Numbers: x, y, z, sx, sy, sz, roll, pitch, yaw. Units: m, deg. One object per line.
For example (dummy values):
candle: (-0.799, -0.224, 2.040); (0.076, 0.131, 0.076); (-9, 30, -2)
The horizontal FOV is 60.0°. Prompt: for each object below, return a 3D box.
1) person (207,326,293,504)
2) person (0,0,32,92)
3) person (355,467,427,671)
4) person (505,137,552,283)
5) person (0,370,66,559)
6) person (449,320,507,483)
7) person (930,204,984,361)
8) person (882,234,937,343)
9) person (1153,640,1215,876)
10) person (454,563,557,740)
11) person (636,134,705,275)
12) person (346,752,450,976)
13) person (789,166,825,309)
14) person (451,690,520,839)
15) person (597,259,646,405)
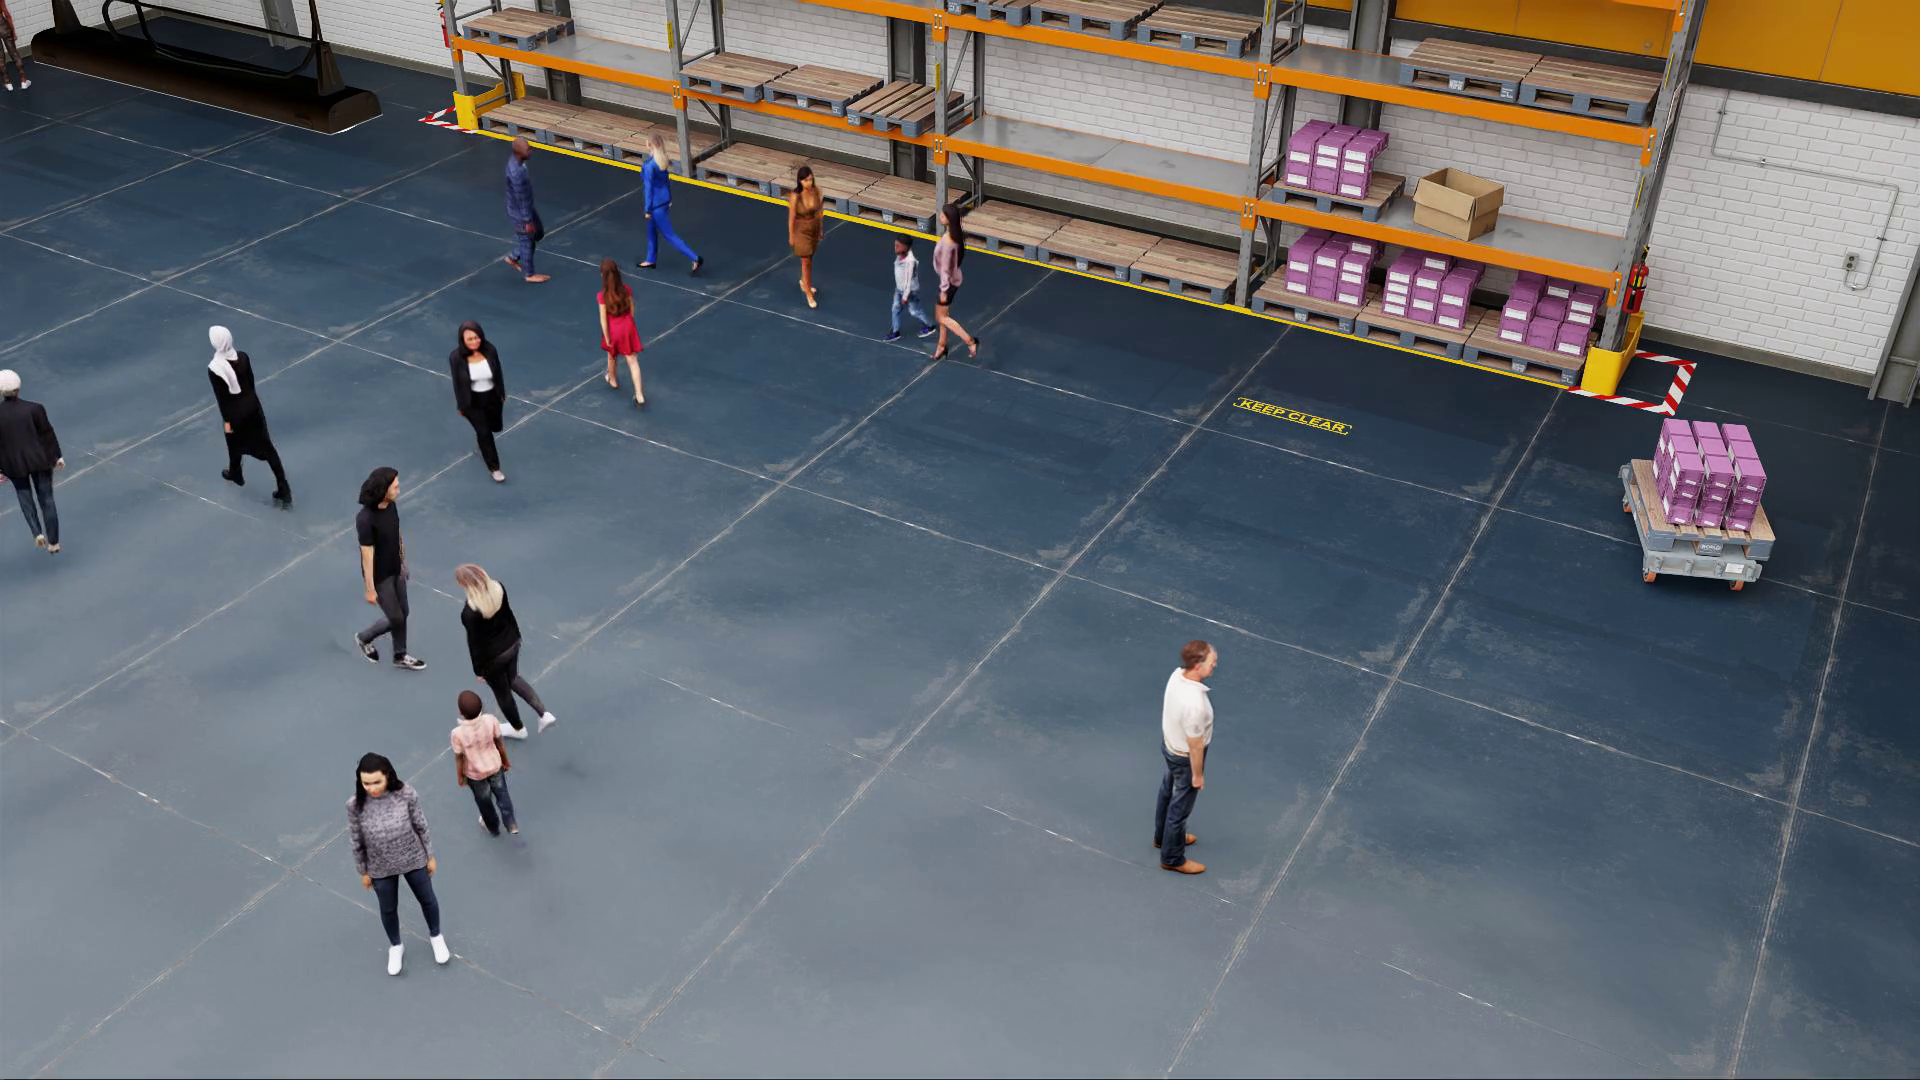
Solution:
person: (-6.474, -1.101, 15.193); (1.138, 1.726, 0.641); (19, 38, 27)
person: (-14.485, -7.658, 25.082); (0.663, 1.701, 0.700); (-14, 36, -20)
person: (-4.608, 0.238, 13.109); (0.897, 1.803, 0.841); (10, 35, 15)
person: (-5.121, -3.796, 19.190); (0.951, 1.791, 0.899); (-4, 34, -6)
person: (-8.014, -0.589, 14.214); (0.881, 1.773, 0.838); (-11, 35, -16)
person: (-4.542, -1.352, 15.684); (0.867, 1.600, 1.056); (-22, 40, -30)
person: (-0.054, -2.661, 17.472); (0.912, 1.801, 0.781); (7, 34, 11)
person: (-0.517, -2.754, 18.118); (0.810, 1.242, 0.822); (-16, 37, -22)
person: (1.498, 1.442, 11.253); (0.773, 1.853, 0.753); (-2, 34, -4)
person: (-3.339, 0.879, 12.274); (0.813, 1.661, 0.708); (17, 37, 23)
person: (-3.418, -3.890, 19.445); (1.208, 1.665, 0.875); (6, 34, 9)
person: (-3.551, 2.014, 10.502); (0.691, 1.731, 0.735); (-11, 35, -15)
person: (-1.767, -3.479, 18.840); (0.732, 1.650, 0.871); (-24, 41, -32)
person: (-3.278, 1.596, 11.519); (0.639, 1.301, 0.744); (-24, 40, -31)
person: (-3.414, -2.097, 16.877); (0.927, 1.521, 1.084); (-15, 36, -21)
